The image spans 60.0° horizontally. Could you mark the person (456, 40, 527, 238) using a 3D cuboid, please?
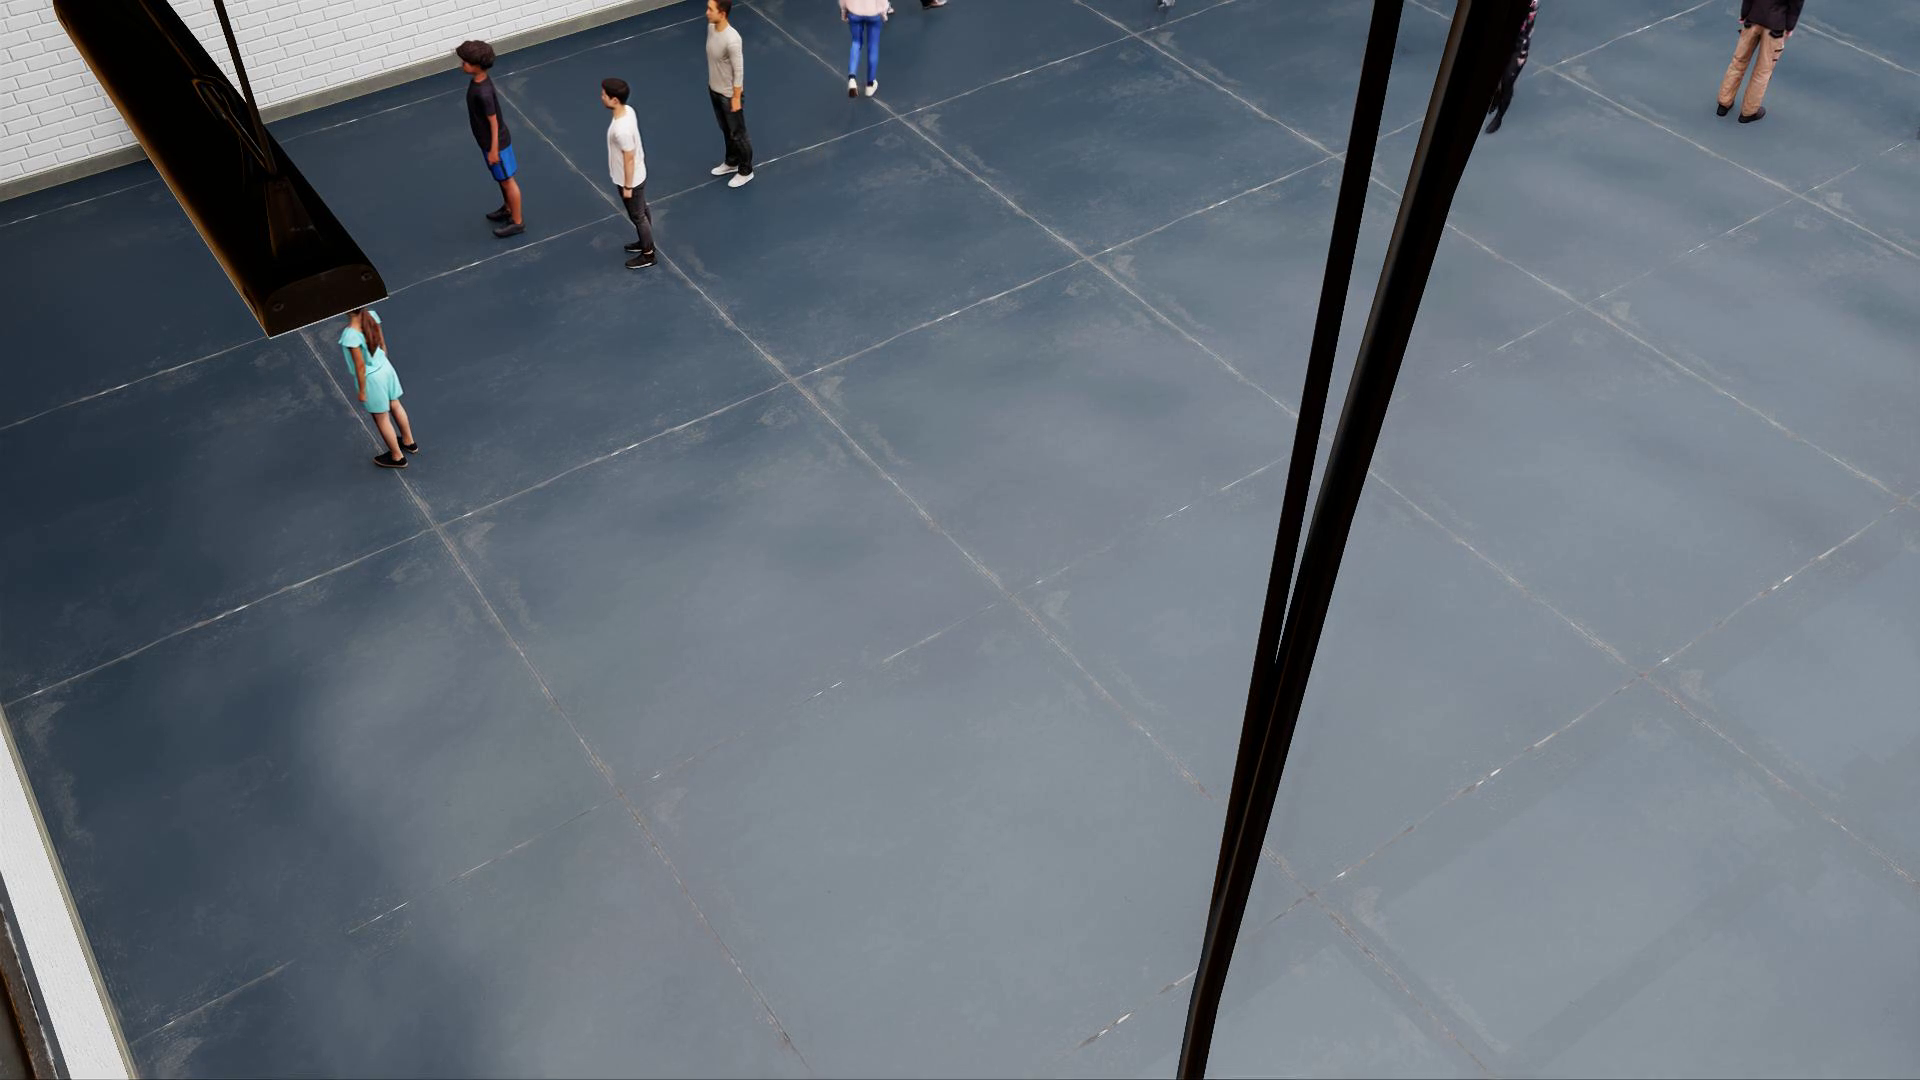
[{"bbox_3d":[-4.010,-3.466,14.303,0.656,1.800,0.664,-14,45,-14],"label":"person"}]

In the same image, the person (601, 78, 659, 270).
[{"bbox_3d":[-2.775,-3.092,13.968,0.688,1.721,0.703,-6,44,-6],"label":"person"}]

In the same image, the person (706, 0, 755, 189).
[{"bbox_3d":[-2.075,-4.049,14.906,0.526,1.812,0.648,-26,49,-25],"label":"person"}]

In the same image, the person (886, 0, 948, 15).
[{"bbox_3d":[-0.668,-6.223,17.372,1.168,1.558,1.056,2,44,3],"label":"person"}]

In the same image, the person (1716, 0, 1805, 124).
[{"bbox_3d":[7.611,-4.882,15.698,0.735,1.925,0.664,34,53,31],"label":"person"}]

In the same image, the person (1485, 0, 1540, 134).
[{"bbox_3d":[5.217,-4.661,15.651,0.645,1.671,0.703,33,53,30],"label":"person"}]

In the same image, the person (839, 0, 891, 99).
[{"bbox_3d":[-0.934,-5.021,15.968,0.920,1.754,0.990,9,44,9],"label":"person"}]

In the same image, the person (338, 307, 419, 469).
[{"bbox_3d":[-4.264,-1.196,12.095,0.699,1.558,0.624,12,45,12],"label":"person"}]
